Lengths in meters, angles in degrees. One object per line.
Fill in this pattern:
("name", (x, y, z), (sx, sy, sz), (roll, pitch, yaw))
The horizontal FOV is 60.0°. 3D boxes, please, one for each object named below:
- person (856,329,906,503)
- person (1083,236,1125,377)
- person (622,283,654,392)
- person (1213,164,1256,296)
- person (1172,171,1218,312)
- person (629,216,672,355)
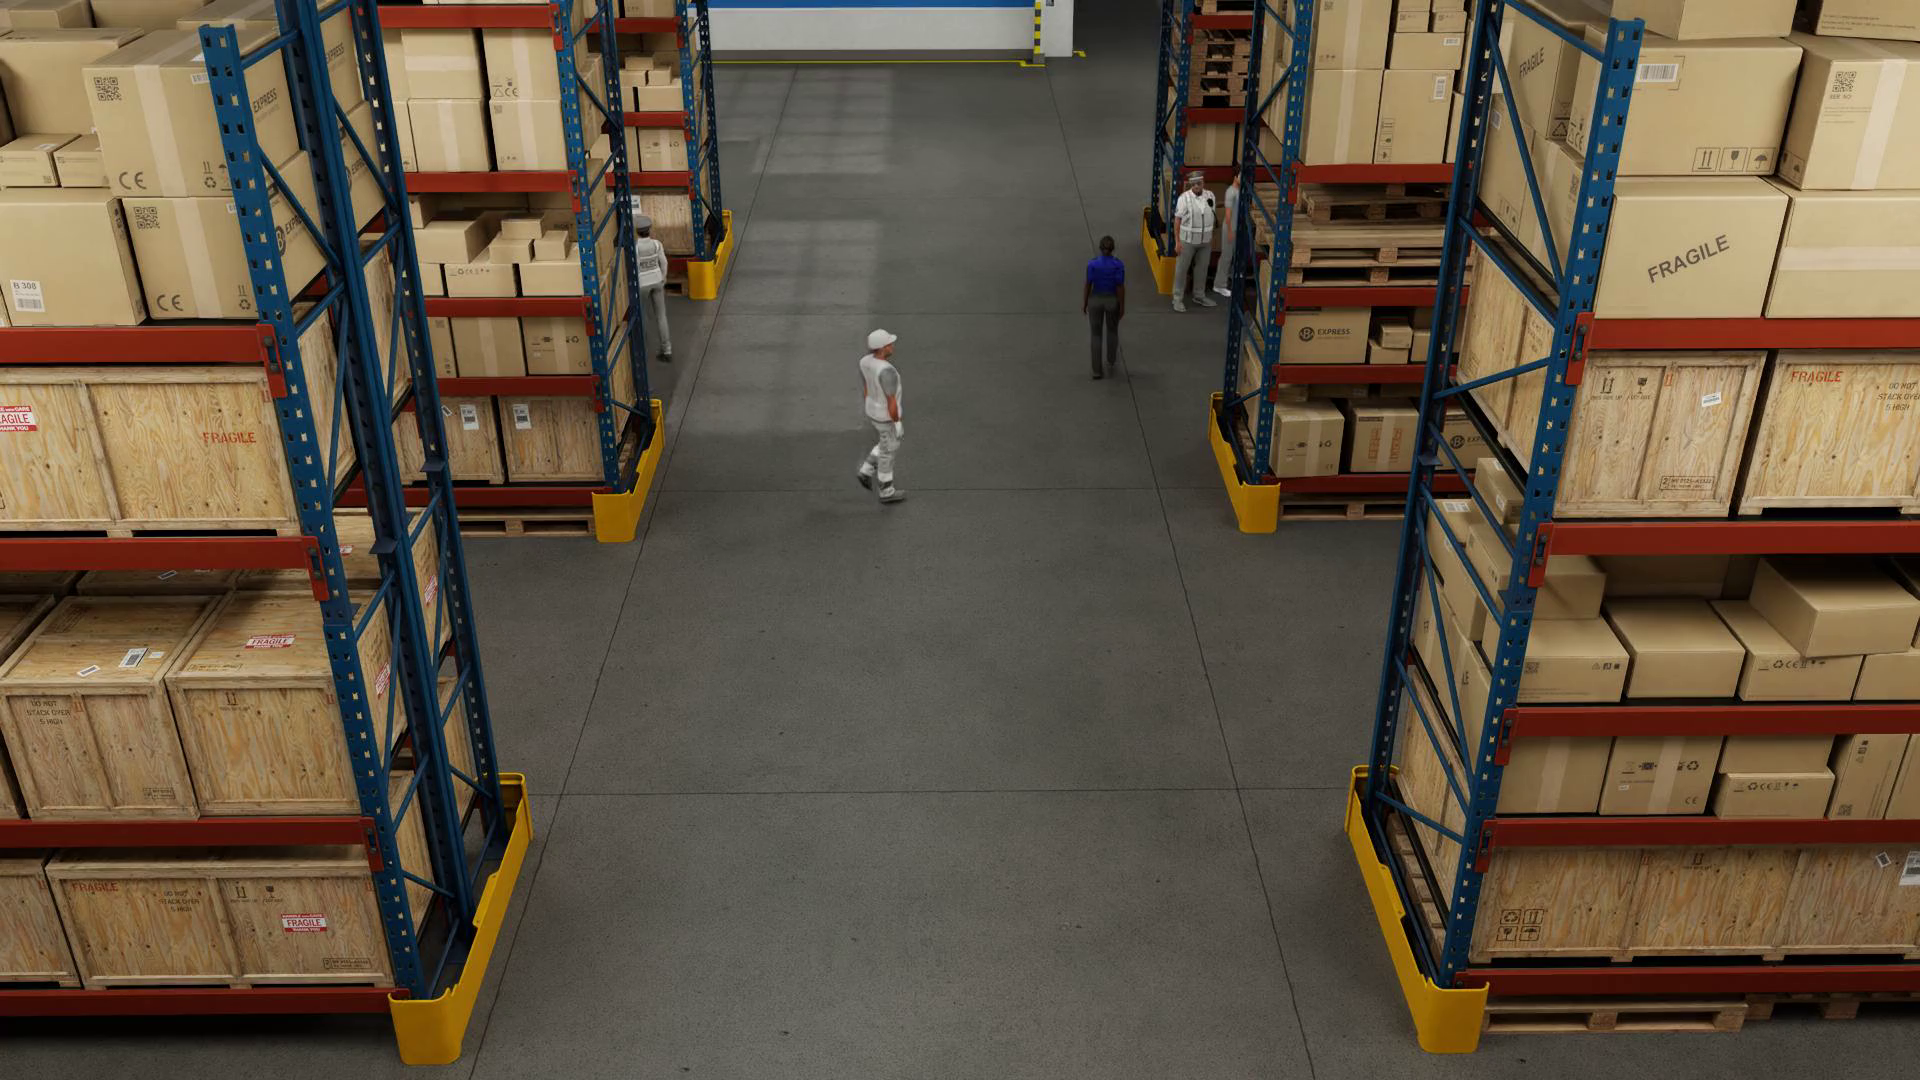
("person", (-0.748, -1.196, 16.061), (0.516, 1.790, 0.587), (-16, 32, -27))
("person", (1.646, -2.743, 19.109), (0.461, 1.650, 0.673), (1, 28, 2))
("person", (-3.695, -2.391, 18.457), (0.441, 1.648, 0.552), (-3, 28, -6))
("person", (3.557, -3.988, 21.406), (0.459, 1.689, 0.468), (16, 32, 28))
("person", (2.978, -3.775, 20.903), (0.591, 1.773, 0.397), (-10, 30, -18))
("person", (-3.685, -3.042, 19.665), (0.533, 1.639, 0.901), (-14, 31, -24))
